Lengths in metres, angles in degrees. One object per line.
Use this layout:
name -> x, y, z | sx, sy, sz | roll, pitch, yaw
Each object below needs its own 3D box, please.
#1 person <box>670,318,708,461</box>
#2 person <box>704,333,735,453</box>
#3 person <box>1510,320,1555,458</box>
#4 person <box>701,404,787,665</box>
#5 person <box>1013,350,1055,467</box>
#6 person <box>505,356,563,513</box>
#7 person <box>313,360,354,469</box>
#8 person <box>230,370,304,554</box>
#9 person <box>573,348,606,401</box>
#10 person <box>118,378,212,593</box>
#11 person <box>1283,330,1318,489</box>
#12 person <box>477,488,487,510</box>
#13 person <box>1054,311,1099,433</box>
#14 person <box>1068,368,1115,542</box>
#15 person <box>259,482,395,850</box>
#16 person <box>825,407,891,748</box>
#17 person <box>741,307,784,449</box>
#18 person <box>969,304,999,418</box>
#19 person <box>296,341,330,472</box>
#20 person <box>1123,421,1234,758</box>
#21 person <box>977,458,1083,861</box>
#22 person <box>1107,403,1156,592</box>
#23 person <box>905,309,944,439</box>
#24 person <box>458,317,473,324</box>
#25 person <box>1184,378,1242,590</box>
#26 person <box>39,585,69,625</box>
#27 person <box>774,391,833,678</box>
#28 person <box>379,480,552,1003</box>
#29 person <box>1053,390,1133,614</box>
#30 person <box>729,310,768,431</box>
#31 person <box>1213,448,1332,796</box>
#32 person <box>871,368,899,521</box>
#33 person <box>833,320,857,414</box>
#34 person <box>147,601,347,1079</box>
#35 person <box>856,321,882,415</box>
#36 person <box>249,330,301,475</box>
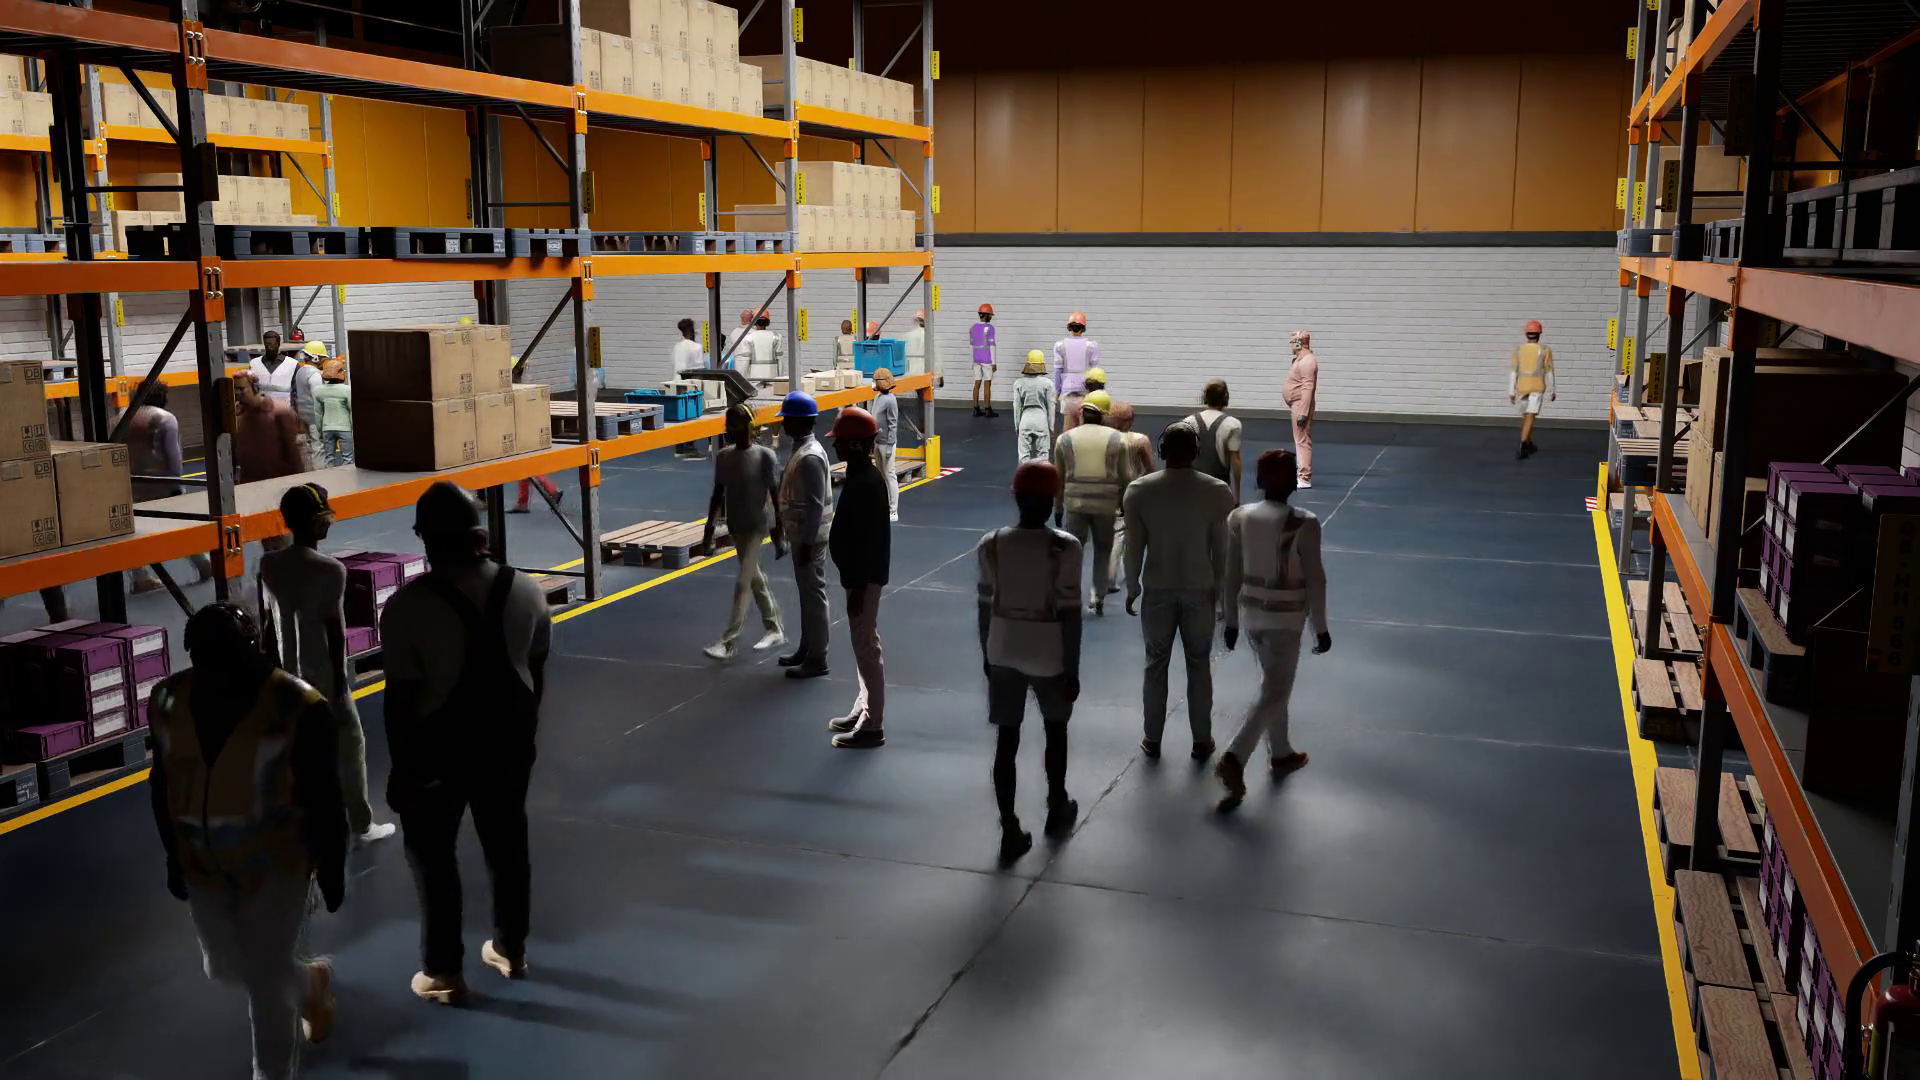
person -> -3.705, -2.055, 22.709 | 0.671, 1.933, 0.391 | 9, 14, 43
person -> -3.380, -2.058, 23.380 | 0.535, 1.697, 0.318 | 3, 10, 14
person -> 7.883, -2.085, 23.008 | 0.558, 1.896, 0.991 | 9, 13, 40
person -> -1.561, -0.052, 11.741 | 0.556, 1.812, 0.992 | 6, 12, 31
person -> 0.853, -1.293, 18.941 | 0.487, 1.744, 0.297 | 3, 11, 17
person -> -4.656, -1.129, 18.027 | 0.623, 1.730, 0.536 | 0, 10, -2
person -> -7.025, -1.211, 18.782 | 0.499, 1.634, 0.278 | 1, 10, 4
person -> -5.957, -0.518, 14.202 | 0.665, 1.874, 0.555 | 2, 10, 9
person -> -5.695, -2.413, 25.583 | 0.513, 1.625, 0.432 | 7, 12, 33
person -> -6.782, -0.493, 14.248 | 0.648, 1.803, 0.912 | 4, 11, 20
person -> 4.085, -1.568, 20.038 | 0.402, 1.902, 0.652 | 1, 10, 8
person -> -5.386, -1.142, 18.242 | 0.551, 1.682, 0.502 | 5, 11, 28
person -> 1.558, -2.033, 22.263 | 0.608, 2.044, 0.370 | 1, 10, 6
person -> 1.334, -0.851, 16.540 | 0.532, 1.709, 0.940 | 9, 13, 40
person -> -3.071, 0.648, 7.759 | 0.526, 1.841, 0.909 | 4, 11, 21
person -> -0.593, 0.215, 9.740 | 0.376, 1.995, 0.608 | -1, 10, -5
person -> -2.829, -2.318, 23.862 | 0.605, 2.045, 0.381 | -3, 10, -15
person -> 0.417, -3.048, 28.296 | 0.542, 1.930, 0.374 | 9, 14, 42
person -> -7.451, -1.396, 19.295 | 0.403, 1.823, 0.588 | -8, 13, -39
person -> 1.238, 0.290, 9.486 | 0.627, 1.937, 0.372 | 2, 10, 10
person -> 0.358, 0.550, 8.109 | 0.559, 1.894, 0.846 | 3, 11, 17
person -> 1.388, -0.376, 14.214 | 0.518, 1.585, 0.900 | 6, 12, 32
person -> -0.507, -2.516, 25.175 | 0.649, 1.970, 0.622 | 6, 12, 32
person -> -7.946, -2.717, 26.899 | 0.320, 1.765, 0.533 | -2, 10, -11
person -> 2.087, -0.427, 13.837 | 0.548, 1.824, 0.464 | 5, 11, 26
person -> -6.784, -0.091, 11.770 | 0.616, 1.876, 0.958 | 5, 11, 27
person -> -1.056, -0.043, 11.321 | 0.389, 1.949, 0.604 | -2, 10, -11
person -> -1.948, 0.766, 6.506 | 0.697, 2.000, 0.536 | -9, 14, -42
person -> 1.041, -0.273, 13.087 | 0.633, 1.785, 0.487 | 2, 10, 12
person -> -3.318, -2.670, 26.235 | 0.653, 1.906, 0.408 | 8, 13, 37
person -> 1.647, 0.432, 8.943 | 0.892, 1.851, 0.575 | -8, 13, -39
person -> -0.815, -1.008, 17.642 | 0.285, 1.633, 0.500 | -5, 11, -26
person -> -1.929, -2.958, 28.593 | 0.517, 1.645, 0.308 | 0, 10, 1
person -> -2.334, 1.044, 5.603 | 0.650, 1.811, 0.717 | 1, 10, 8
person -> -1.135, -1.905, 21.867 | 0.541, 1.932, 0.382 | 3, 11, 18
person -> -8.117, -1.527, 19.755 | 0.592, 1.922, 0.392 | -1, 10, -7
